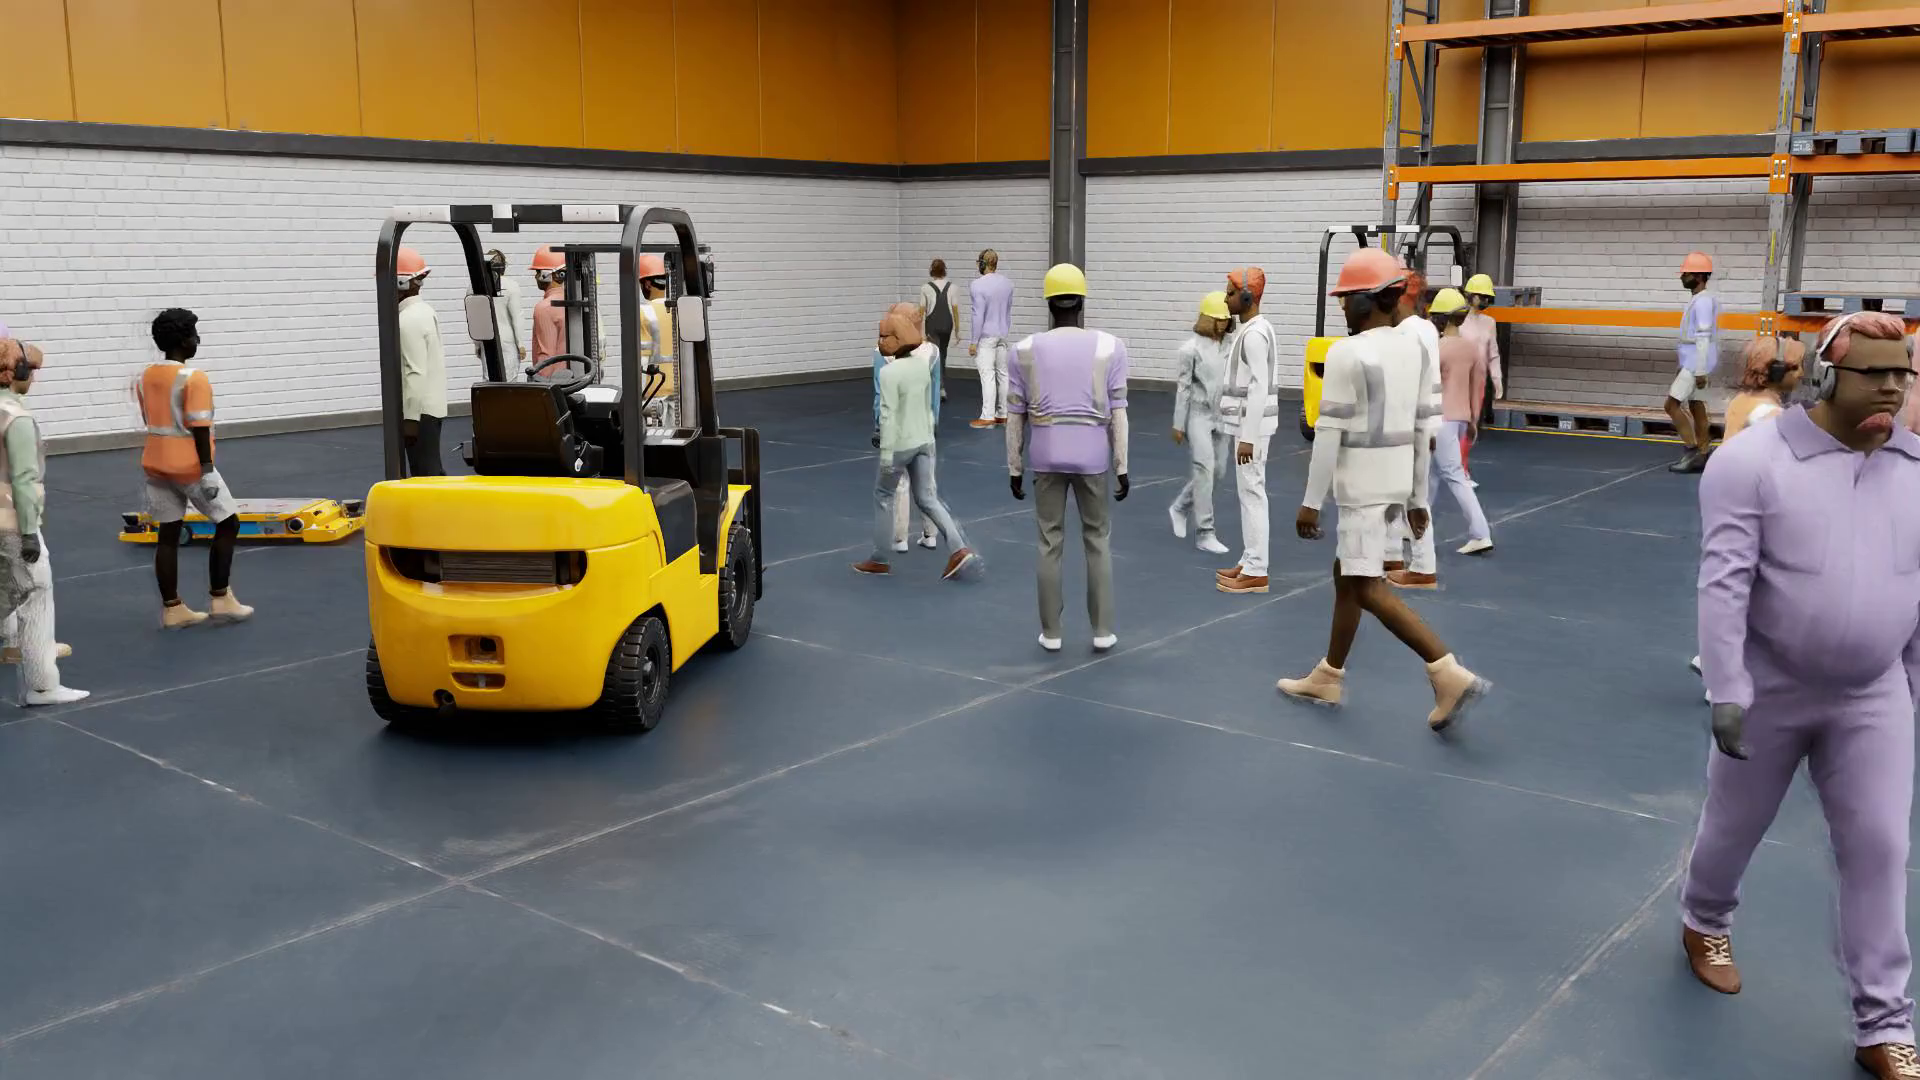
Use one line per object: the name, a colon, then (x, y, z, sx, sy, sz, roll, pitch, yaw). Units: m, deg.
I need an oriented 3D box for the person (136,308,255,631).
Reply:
person: (-4.007, -0.376, 8.749, 0.553, 1.677, 0.565, 6, 12, 28)

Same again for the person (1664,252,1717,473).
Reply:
person: (6.380, -1.530, 14.479, 0.490, 1.923, 0.544, 5, 11, 26)

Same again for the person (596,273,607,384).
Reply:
person: (-3.467, -1.635, 15.374, 0.403, 1.822, 0.593, 4, 11, 20)

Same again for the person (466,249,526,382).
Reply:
person: (-4.768, -2.024, 17.194, 0.627, 1.941, 0.371, 3, 11, 16)

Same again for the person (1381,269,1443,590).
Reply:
person: (2.536, -0.639, 9.726, 0.668, 1.857, 0.606, 6, 12, 31)

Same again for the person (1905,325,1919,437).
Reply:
person: (6.151, -0.730, 10.213, 0.950, 1.862, 0.668, 5, 11, 26)

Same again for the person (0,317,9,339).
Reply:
person: (-5.278, -0.573, 8.868, 0.607, 2.044, 0.374, 7, 12, 34)

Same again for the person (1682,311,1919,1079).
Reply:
person: (2.166, 0.359, 4.205, 0.647, 1.870, 0.922, 1, 10, 5)

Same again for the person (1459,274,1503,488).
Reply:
person: (4.223, -1.286, 13.586, 0.554, 1.750, 0.489, -6, 12, -28)

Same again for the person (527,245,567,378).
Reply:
person: (-2.897, -1.109, 11.972, 0.378, 1.995, 0.612, 2, 10, 11)

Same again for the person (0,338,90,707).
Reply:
person: (-4.159, -0.050, 7.132, 0.542, 1.622, 0.556, 8, 13, 38)

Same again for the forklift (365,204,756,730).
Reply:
forklift: (-1.766, -0.406, 7.525, 1.214, 2.155, 2.313, 1, 10, 7)

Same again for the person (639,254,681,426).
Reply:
person: (-2.180, -1.087, 12.022, 0.362, 1.934, 0.543, 7, 12, 34)

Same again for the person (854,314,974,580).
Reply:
person: (-0.278, -0.551, 9.981, 0.766, 1.603, 0.541, 7, 12, 32)

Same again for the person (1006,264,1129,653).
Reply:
person: (0.532, -0.392, 8.214, 0.607, 1.918, 0.399, 1, 10, 8)

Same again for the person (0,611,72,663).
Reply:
person: (-4.727, -0.251, 7.754, 0.838, 1.814, 0.632, -7, 12, -33)

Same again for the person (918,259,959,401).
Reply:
person: (-0.267, -2.669, 21.156, 0.522, 1.808, 0.945, -3, 11, -16)

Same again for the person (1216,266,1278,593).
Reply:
person: (1.672, -0.634, 9.643, 0.337, 1.882, 0.585, 2, 10, 9)

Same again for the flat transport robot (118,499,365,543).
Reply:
flat transport robot: (-4.886, -0.139, 11.373, 1.431, 0.197, 0.652, 0, 10, -2)

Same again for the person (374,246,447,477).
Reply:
person: (-3.341, -0.790, 10.201, 0.390, 1.995, 0.613, -2, 10, -9)

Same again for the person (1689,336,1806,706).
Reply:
person: (3.427, -0.061, 7.163, 0.372, 1.622, 0.546, 2, 10, 9)

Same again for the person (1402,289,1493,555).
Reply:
person: (3.189, -0.777, 10.900, 0.534, 1.722, 0.906, -8, 13, -38)

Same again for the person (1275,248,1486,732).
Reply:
person: (1.783, -0.207, 6.960, 0.619, 2.018, 0.955, -10, 14, -43)

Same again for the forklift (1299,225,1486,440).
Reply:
forklift: (4.449, -2.115, 16.993, 1.214, 2.155, 2.313, 8, 13, 38)

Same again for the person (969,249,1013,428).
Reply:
person: (0.321, -2.177, 18.047, 0.379, 1.940, 0.629, 9, 13, 40)

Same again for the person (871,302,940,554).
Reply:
person: (-0.346, -0.730, 10.863, 0.522, 1.636, 0.311, -7, 12, -35)

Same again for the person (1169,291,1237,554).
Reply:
person: (1.595, -0.798, 11.020, 0.491, 1.708, 0.677, -6, 12, -32)
